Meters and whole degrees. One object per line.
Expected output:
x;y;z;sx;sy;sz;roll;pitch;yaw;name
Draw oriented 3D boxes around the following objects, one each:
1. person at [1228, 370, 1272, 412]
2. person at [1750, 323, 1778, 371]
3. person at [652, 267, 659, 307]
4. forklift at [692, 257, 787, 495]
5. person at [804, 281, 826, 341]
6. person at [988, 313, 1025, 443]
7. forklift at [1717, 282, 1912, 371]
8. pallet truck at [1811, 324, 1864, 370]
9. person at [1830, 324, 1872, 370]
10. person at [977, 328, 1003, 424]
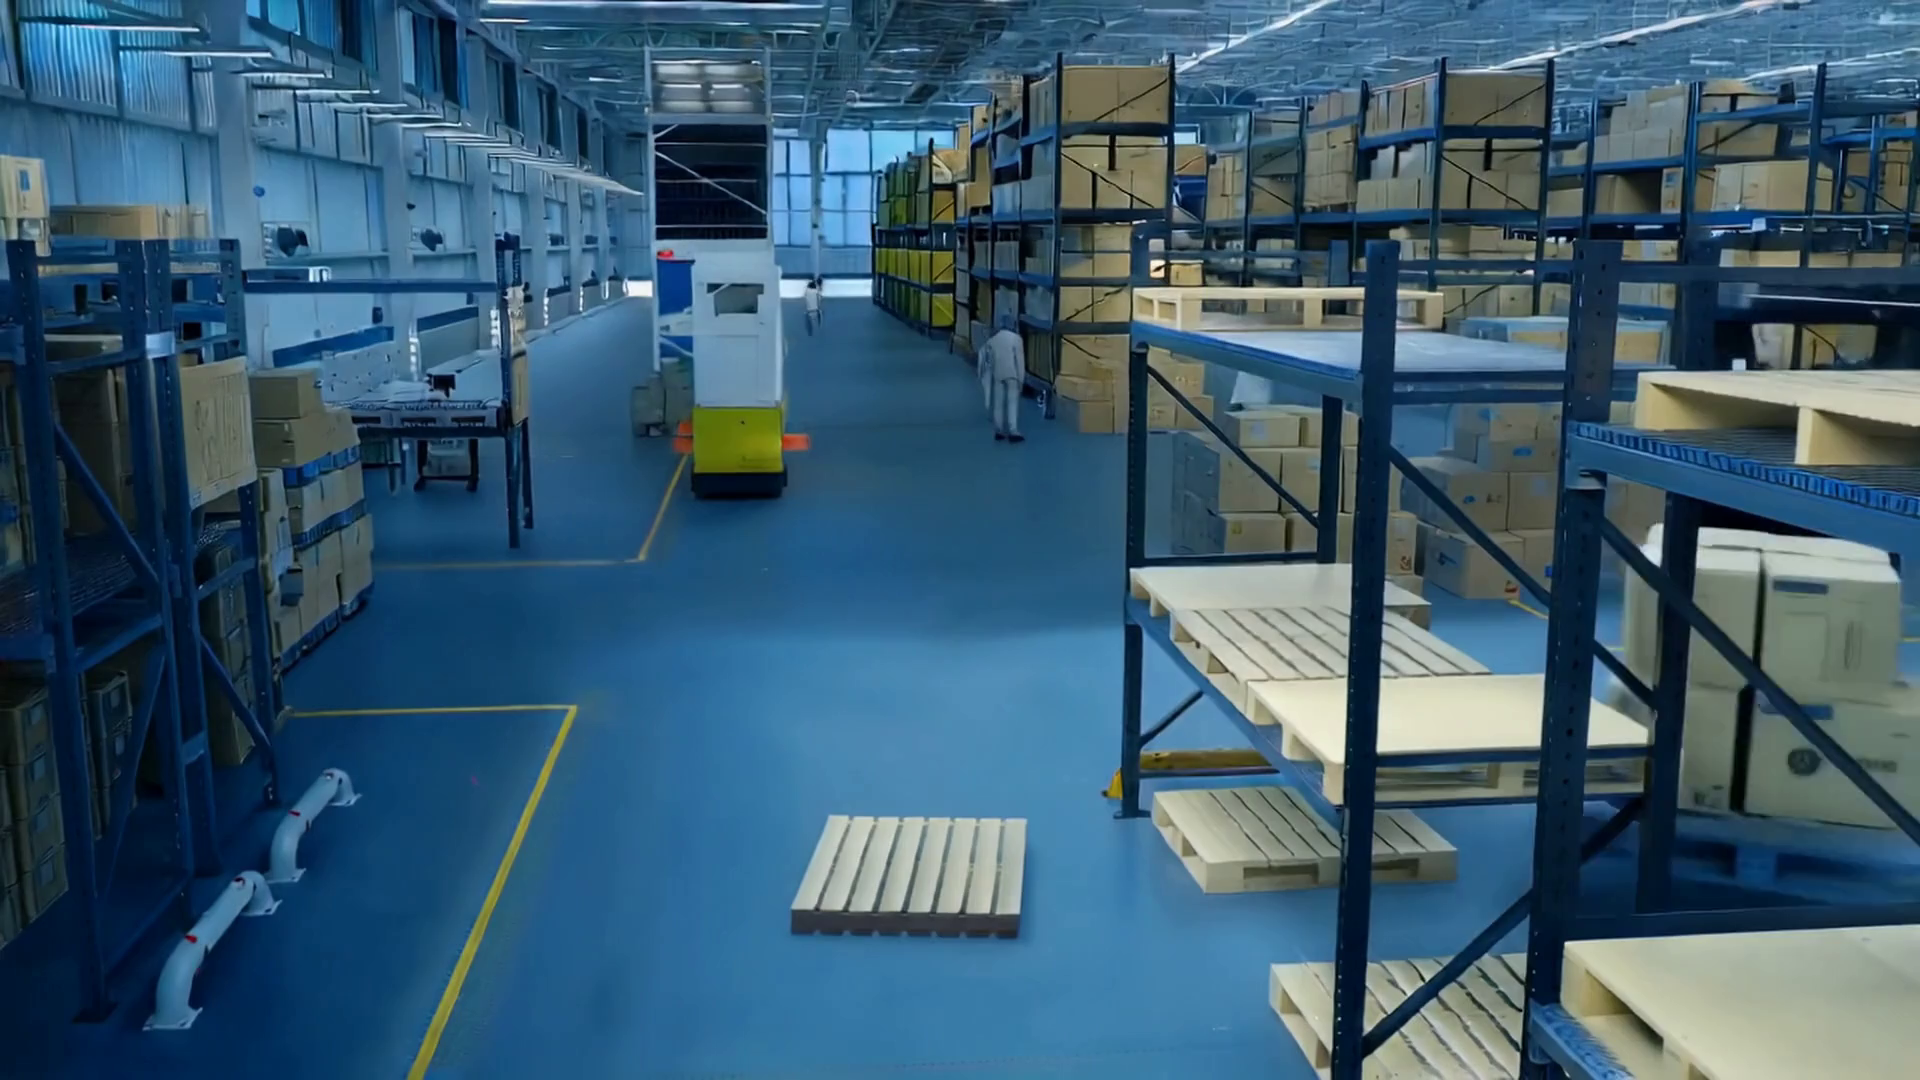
3.640;-1.775;21.283;0.797;1.964;0.641;8;13;38;person
14.077;-3.154;29.091;0.584;1.919;1.002;-4;11;-21;person
-13.907;-11.632;76.029;0.371;1.928;0.543;6;12;31;person
-2.703;-2.040;20.235;1.129;2.768;1.873;-1;10;-6;forklift
-4.396;-6.956;50.516;0.626;1.783;0.989;2;11;13;person
0.708;-2.428;24.999;0.630;1.938;0.366;8;13;36;person
4.646;-0.066;9.299;1.129;2.768;1.873;5;11;27;forklift
15.846;-3.142;28.793;1.885;1.965;0.823;2;10;12;pallet truck
14.175;-2.672;26.460;0.636;1.902;0.406;0;10;1;person
0.532;-2.748;27.748;0.536;1.592;0.876;-2;10;-12;person
